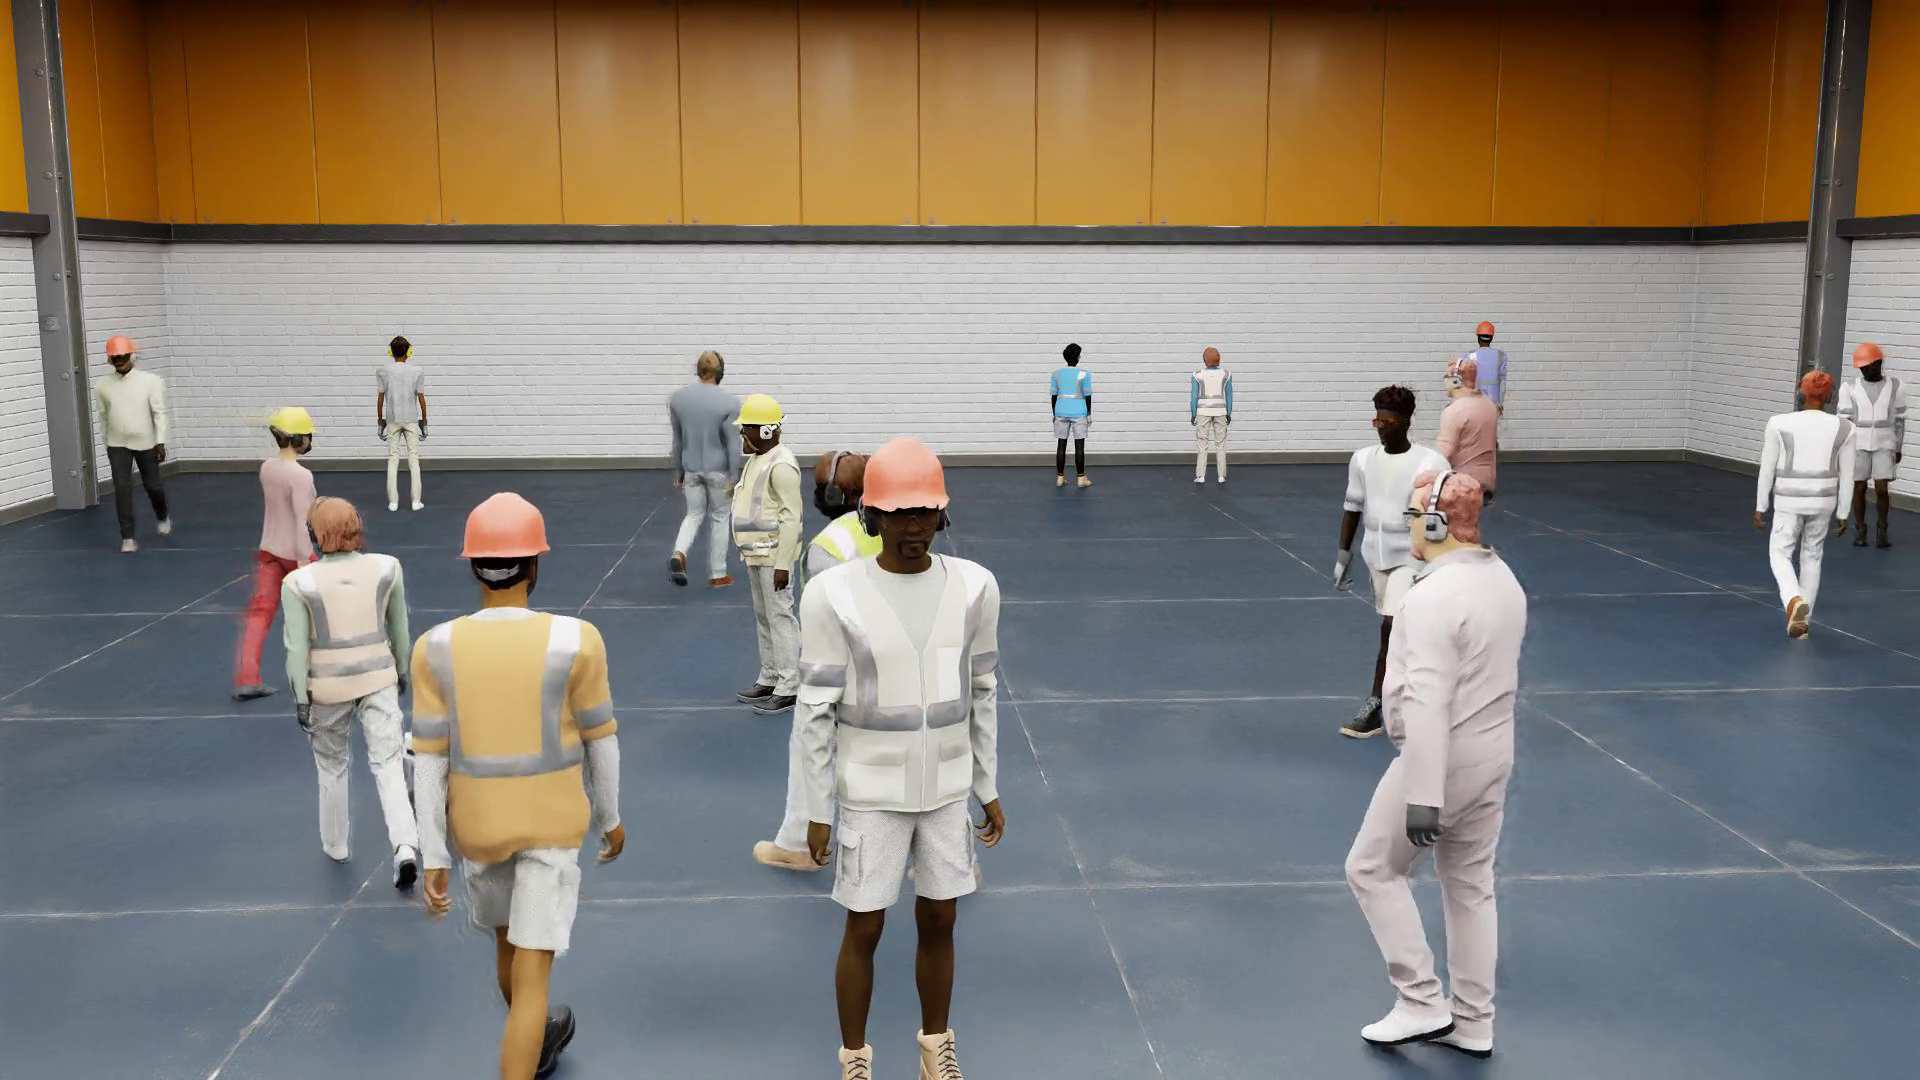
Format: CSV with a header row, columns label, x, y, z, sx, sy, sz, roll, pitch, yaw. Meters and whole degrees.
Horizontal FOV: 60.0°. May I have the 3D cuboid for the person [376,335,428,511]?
label,x,y,z,sx,sy,sz,roll,pitch,yaw
person,-5.934,-1.236,17.694,0.520,1.866,0.337,-3,9,-16

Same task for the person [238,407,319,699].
label,x,y,z,sx,sy,sz,roll,pitch,yaw
person,-3.964,0.065,9.949,0.535,1.717,0.904,6,11,34

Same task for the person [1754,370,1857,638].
label,x,y,z,sx,sy,sz,roll,pitch,yaw
person,5.740,-0.217,11.276,0.592,1.866,0.669,2,9,15

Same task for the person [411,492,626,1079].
label,x,y,z,sx,sy,sz,roll,pitch,yaw
person,-1.261,0.810,4.782,0.546,1.888,1.013,0,9,1

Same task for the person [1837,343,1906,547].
label,x,y,z,sx,sy,sz,roll,pitch,yaw
person,8.305,-0.859,15.210,0.558,1.890,0.580,5,10,27

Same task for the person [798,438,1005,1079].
label,x,y,z,sx,sy,sz,roll,pitch,yaw
person,-0.152,0.722,4.817,0.615,2.042,0.374,-4,10,-22

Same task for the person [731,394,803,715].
label,x,y,z,sx,sy,sz,roll,pitch,yaw
person,-1.107,0.077,9.527,0.403,1.831,0.597,-4,10,-23

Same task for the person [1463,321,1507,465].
label,x,y,z,sx,sy,sz,roll,pitch,yaw
person,6.438,-1.725,20.511,0.548,1.936,0.378,0,9,1

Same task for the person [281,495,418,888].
label,x,y,z,sx,sy,sz,roll,pitch,yaw
person,-2.490,0.617,6.851,0.522,1.605,0.814,-6,11,-33

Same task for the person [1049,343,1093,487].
label,x,y,z,sx,sy,sz,roll,pitch,yaw
person,1.319,-1.471,19.666,0.533,1.697,0.322,5,10,26

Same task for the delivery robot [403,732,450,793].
label,x,y,z,sx,sy,sz,roll,pitch,yaw
delivery robot,-2.217,0.952,7.740,0.477,0.478,0.707,8,12,39

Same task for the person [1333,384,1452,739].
label,x,y,z,sx,sy,sz,roll,pitch,yaw
person,2.426,0.086,9.247,1.015,1.914,0.617,-8,12,-41

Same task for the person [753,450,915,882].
label,x,y,z,sx,sy,sz,roll,pitch,yaw
person,-0.402,0.524,6.836,0.938,1.805,0.621,6,11,34

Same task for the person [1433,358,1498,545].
label,x,y,z,sx,sy,sz,roll,pitch,yaw
person,3.635,-0.414,12.446,0.813,1.876,0.680,8,12,40

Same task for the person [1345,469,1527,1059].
label,x,y,z,sx,sy,sz,roll,pitch,yaw
person,1.514,0.719,5.303,0.513,1.887,0.681,8,12,42

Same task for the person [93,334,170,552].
label,x,y,z,sx,sy,sz,roll,pitch,yaw
person,-7.577,-0.906,15.274,0.604,1.972,0.818,-3,9,-16

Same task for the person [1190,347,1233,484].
label,x,y,z,sx,sy,sz,roll,pitch,yaw
person,3.012,-1.485,19.930,0.511,1.644,0.307,0,9,-2

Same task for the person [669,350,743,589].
label,x,y,z,sx,sy,sz,roll,pitch,yaw
person,-2.018,-0.534,13.088,0.635,1.920,0.628,3,10,18
